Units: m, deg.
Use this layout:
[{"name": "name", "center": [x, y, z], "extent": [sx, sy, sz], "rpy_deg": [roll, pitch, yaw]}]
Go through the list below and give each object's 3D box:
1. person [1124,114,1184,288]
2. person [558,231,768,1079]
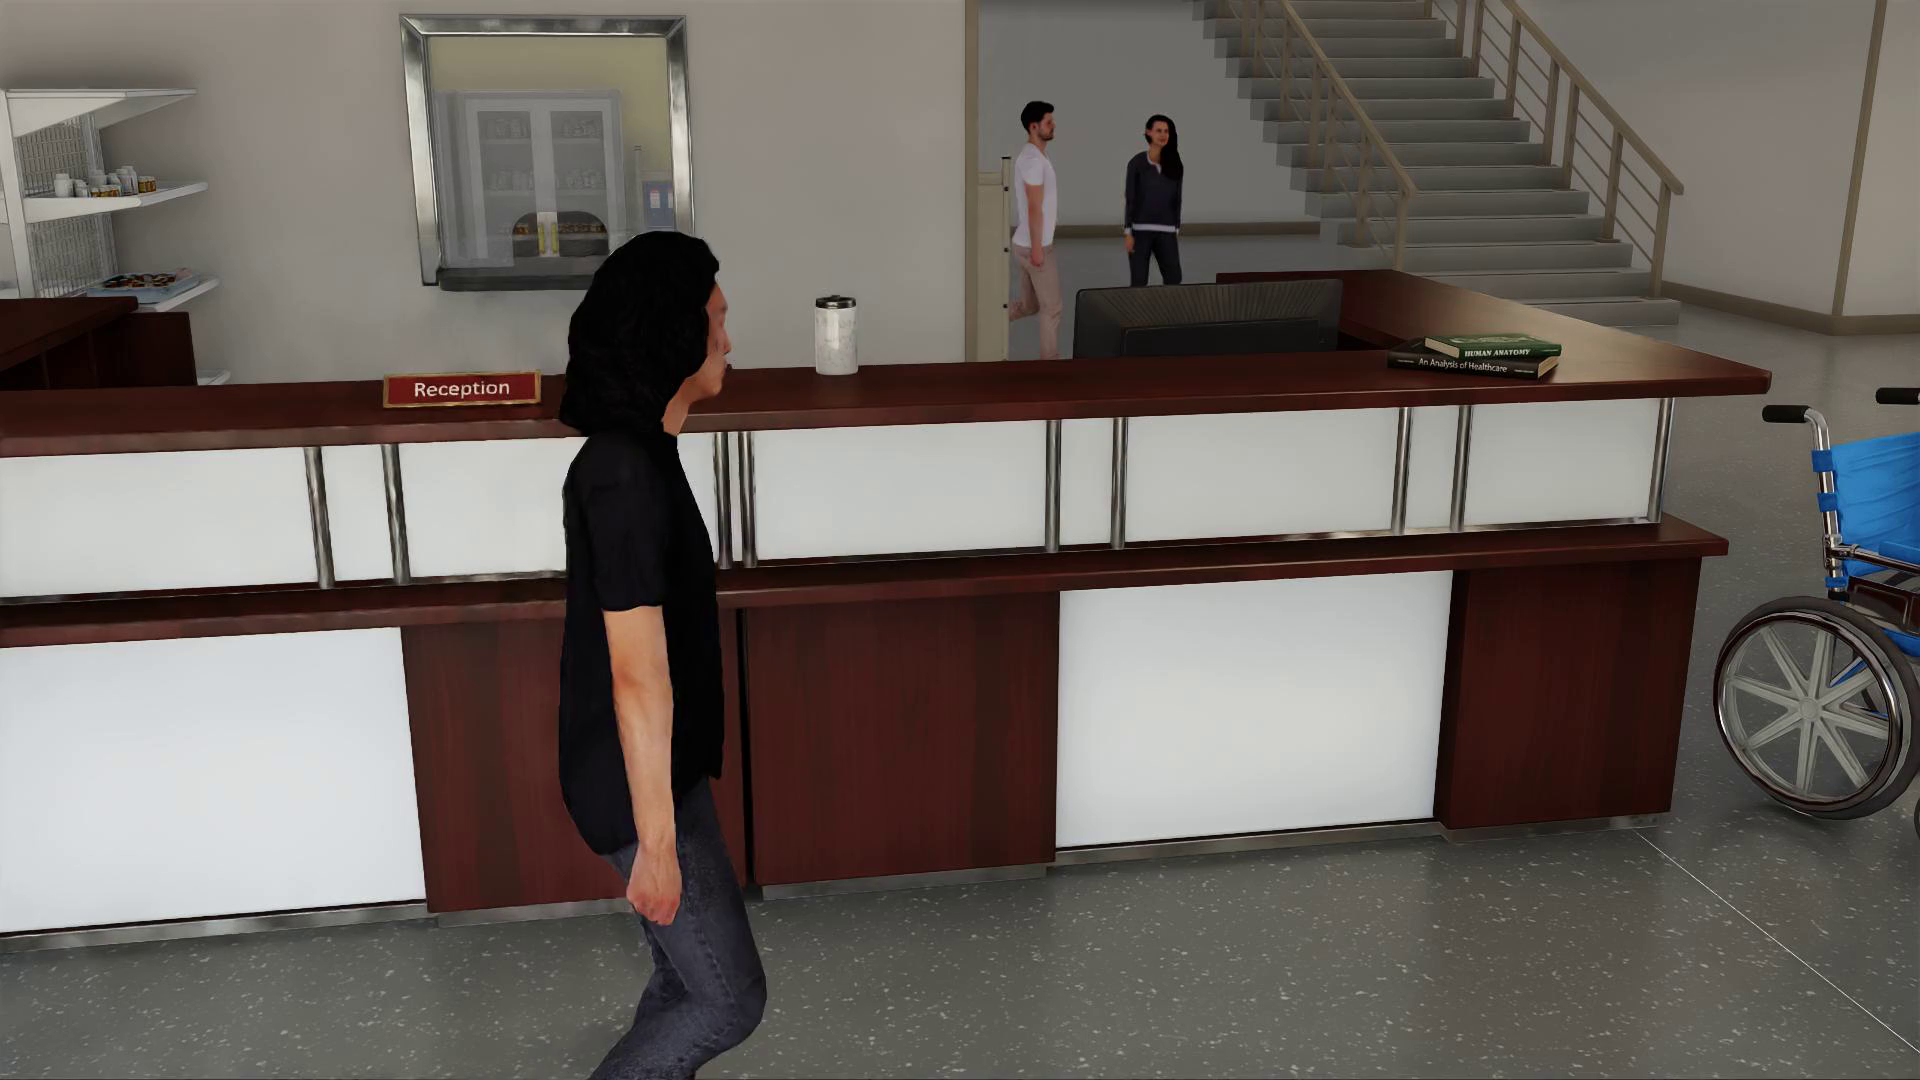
[{"name": "person", "center": [1.410, -2.300, 12.533], "extent": [0.611, 1.757, 0.603], "rpy_deg": [-3, 16, -9]}, {"name": "person", "center": [-0.615, 0.406, 2.806], "extent": [0.733, 1.813, 0.641], "rpy_deg": [-2, 16, -5]}]
